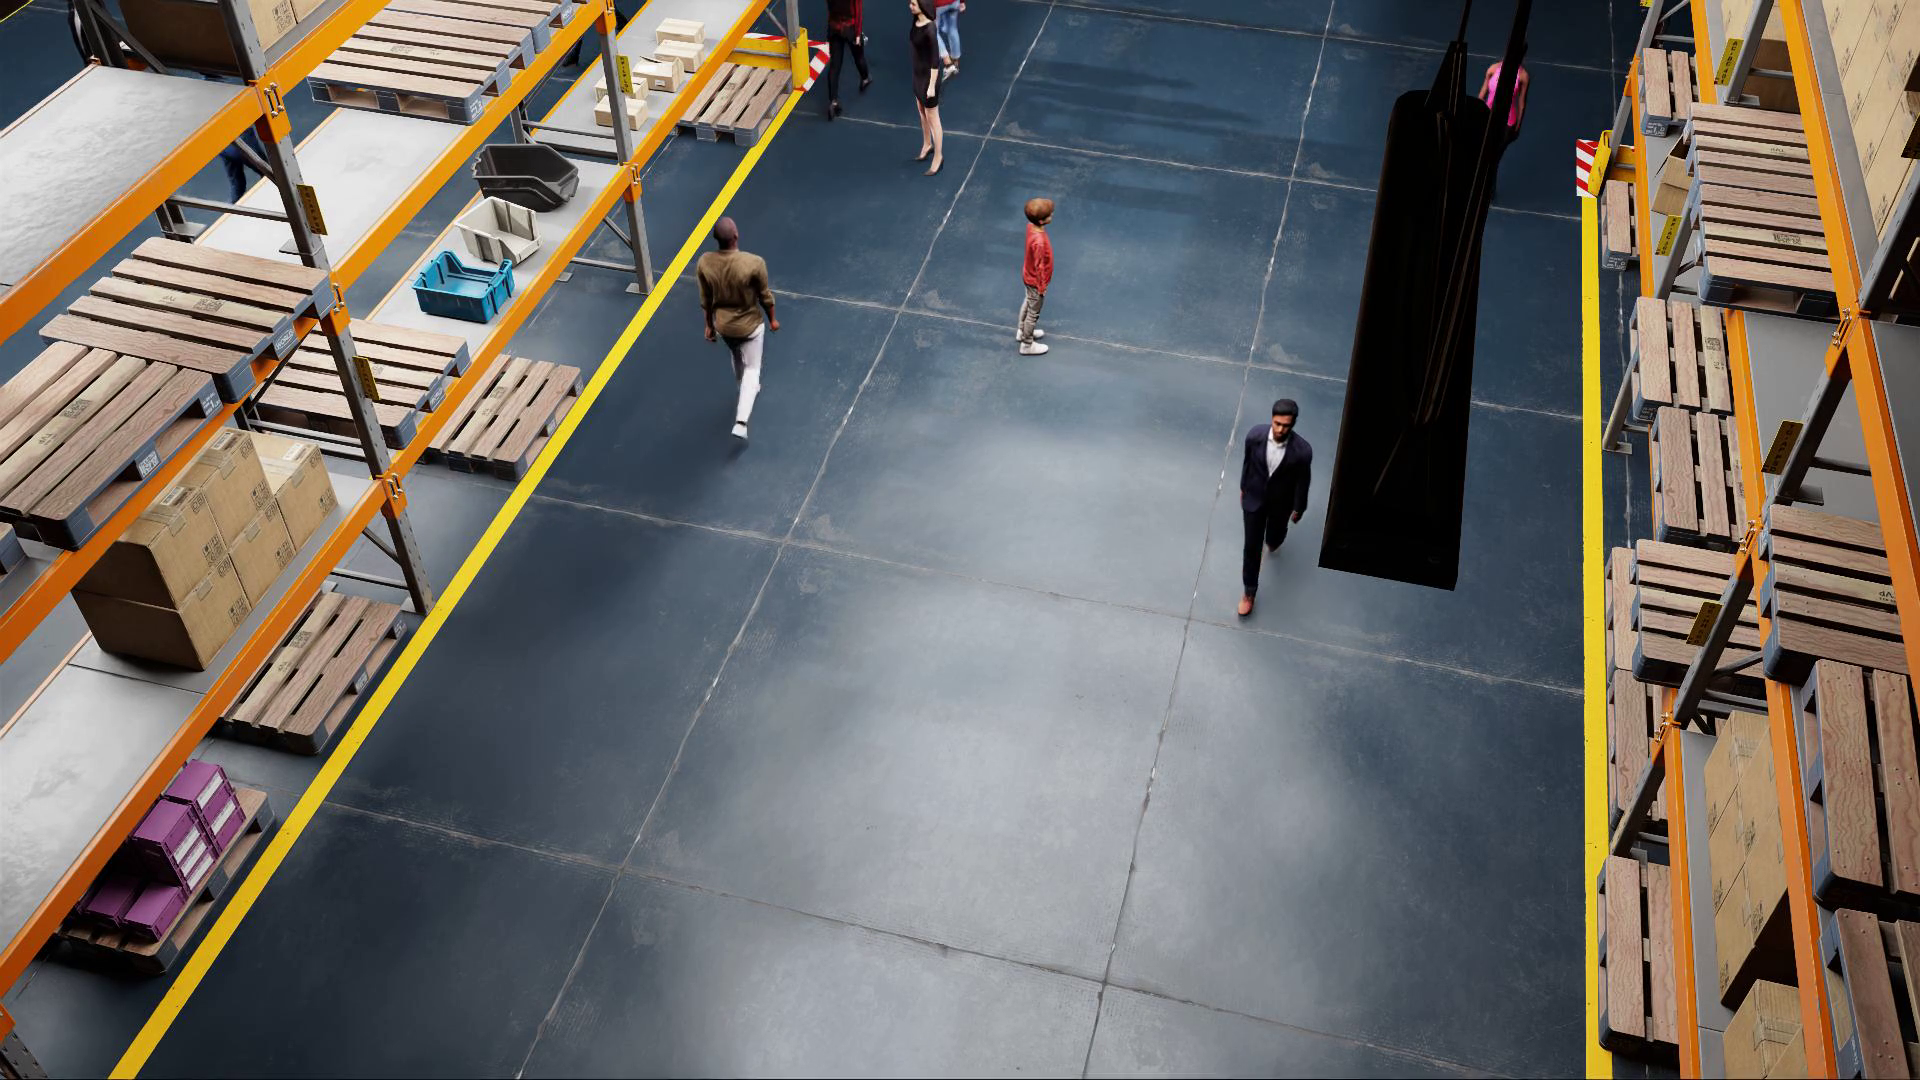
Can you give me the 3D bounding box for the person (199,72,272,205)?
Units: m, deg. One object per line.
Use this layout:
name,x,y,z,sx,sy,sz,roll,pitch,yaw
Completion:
person,-6.413,-3.464,14.587,0.814,1.793,0.914,22,48,21

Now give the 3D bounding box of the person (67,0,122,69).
person,-8.067,-4.535,15.698,0.768,1.813,0.726,26,49,24

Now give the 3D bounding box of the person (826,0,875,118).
person,-1.178,-4.925,16.250,0.671,1.616,1.074,16,46,16

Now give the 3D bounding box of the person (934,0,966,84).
person,-0.163,-5.352,16.702,0.888,1.610,0.941,-20,47,-20

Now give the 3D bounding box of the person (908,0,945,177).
person,-0.309,-4.242,15.398,0.736,1.802,0.632,-14,45,-14

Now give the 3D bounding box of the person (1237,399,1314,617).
person,2.138,-0.319,11.353,0.751,1.701,1.099,17,46,17

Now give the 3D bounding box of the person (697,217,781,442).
person,-1.684,-1.570,12.600,0.713,1.792,1.065,10,45,10

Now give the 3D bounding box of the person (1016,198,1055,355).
person,0.606,-2.146,13.480,0.643,1.413,0.527,-5,44,-6

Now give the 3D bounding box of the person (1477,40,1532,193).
person,4.868,-3.759,14.986,0.869,1.670,1.181,28,50,26

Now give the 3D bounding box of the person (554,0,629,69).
person,-3.694,-5.706,16.961,1.306,1.766,1.100,-32,52,-29
